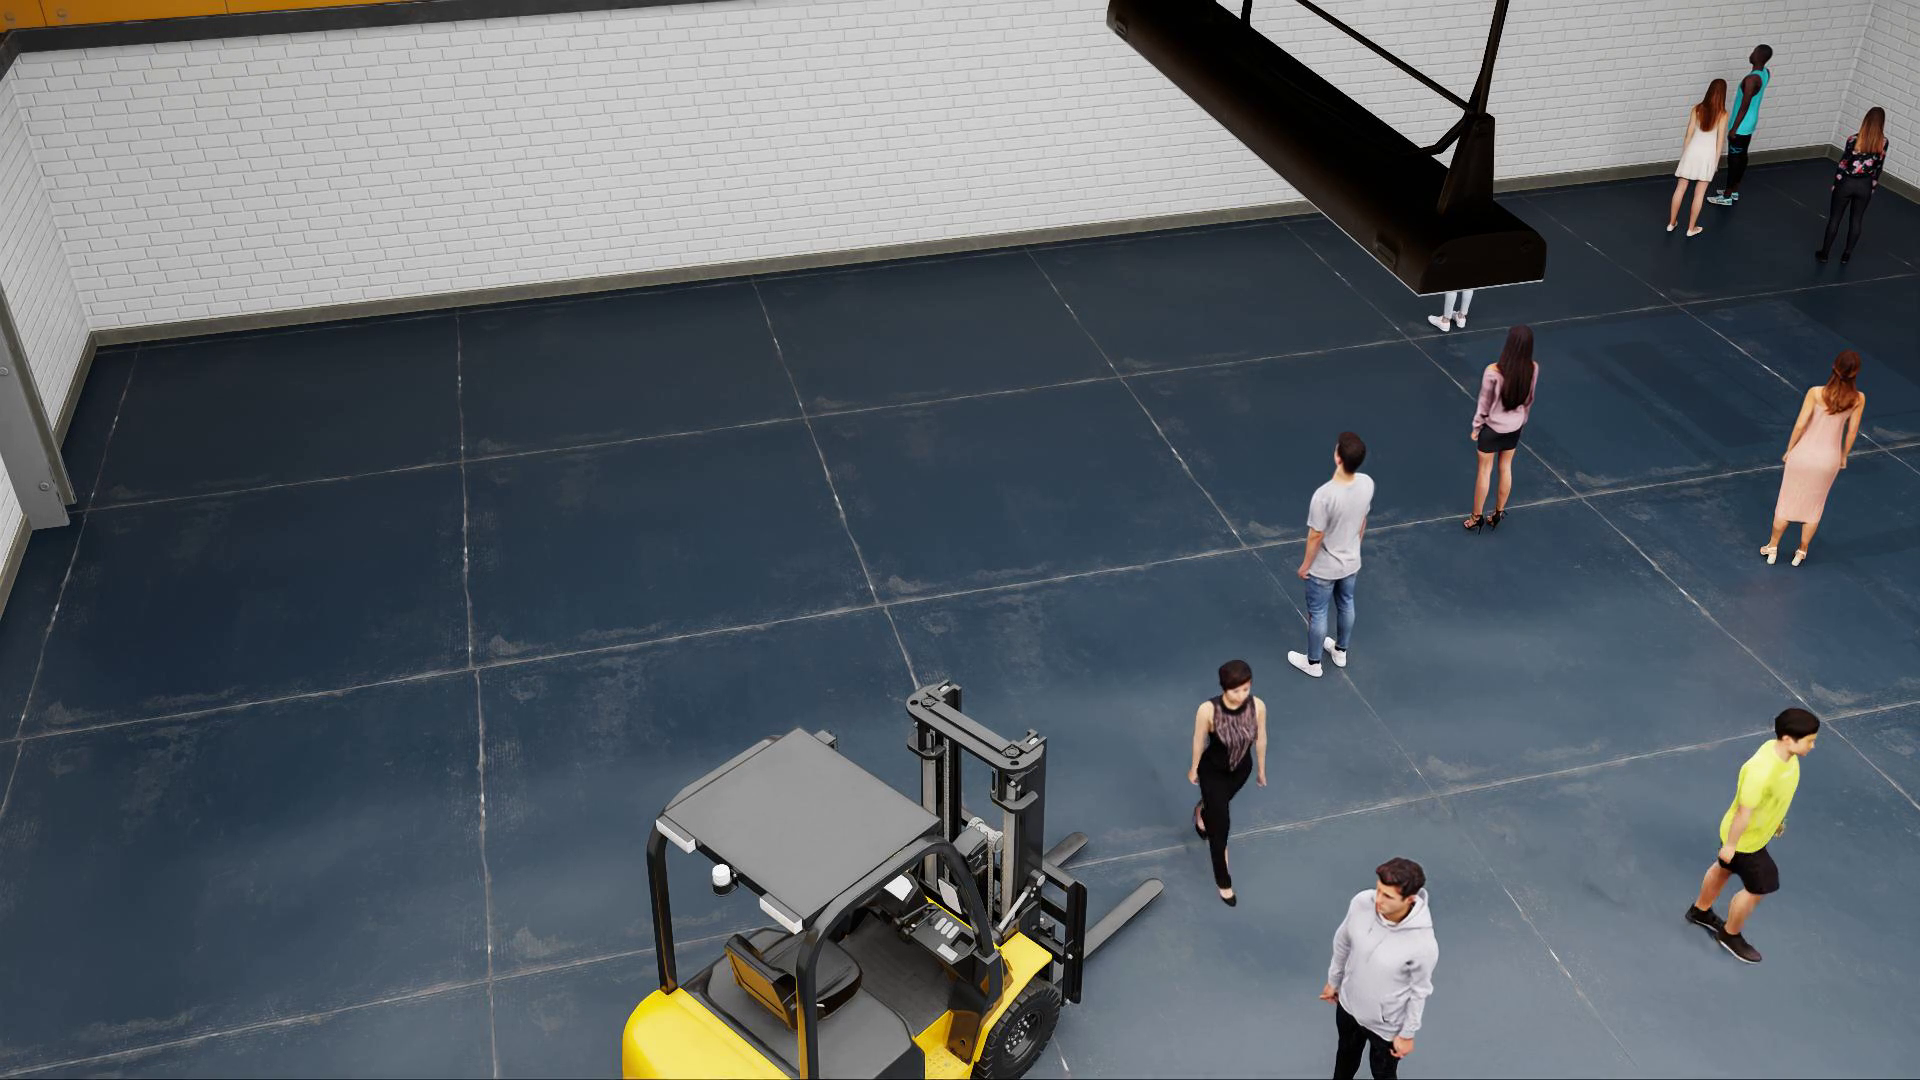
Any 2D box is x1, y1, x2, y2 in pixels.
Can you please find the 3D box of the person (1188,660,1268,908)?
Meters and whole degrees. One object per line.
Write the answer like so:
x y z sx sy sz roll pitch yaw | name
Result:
1.558 1.326 9.921 0.586 1.565 0.995 -8 35 -12 | person

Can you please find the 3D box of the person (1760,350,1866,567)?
6.478 -0.614 12.598 0.666 1.832 0.674 9 35 14 | person

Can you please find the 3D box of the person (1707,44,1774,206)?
8.833 -4.672 18.723 0.679 1.811 0.676 29 43 36 | person

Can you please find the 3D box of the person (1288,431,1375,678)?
2.583 0.102 11.469 0.722 1.890 0.651 -17 37 -23 | person

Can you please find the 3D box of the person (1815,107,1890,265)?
9.358 -3.707 17.387 0.650 1.682 0.662 9 35 13 | person

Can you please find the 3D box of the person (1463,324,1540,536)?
4.225 -0.857 12.982 0.620 1.812 0.533 -6 34 -10 | person

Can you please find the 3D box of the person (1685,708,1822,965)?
4.389 1.593 9.399 0.874 1.698 0.820 24 41 32 | person

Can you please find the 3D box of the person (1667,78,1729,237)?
8.024 -4.161 18.044 0.616 1.711 0.706 25 41 33 | person

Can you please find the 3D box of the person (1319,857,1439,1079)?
2.052 2.271 8.170 0.832 1.930 0.690 -25 41 -33 | person
